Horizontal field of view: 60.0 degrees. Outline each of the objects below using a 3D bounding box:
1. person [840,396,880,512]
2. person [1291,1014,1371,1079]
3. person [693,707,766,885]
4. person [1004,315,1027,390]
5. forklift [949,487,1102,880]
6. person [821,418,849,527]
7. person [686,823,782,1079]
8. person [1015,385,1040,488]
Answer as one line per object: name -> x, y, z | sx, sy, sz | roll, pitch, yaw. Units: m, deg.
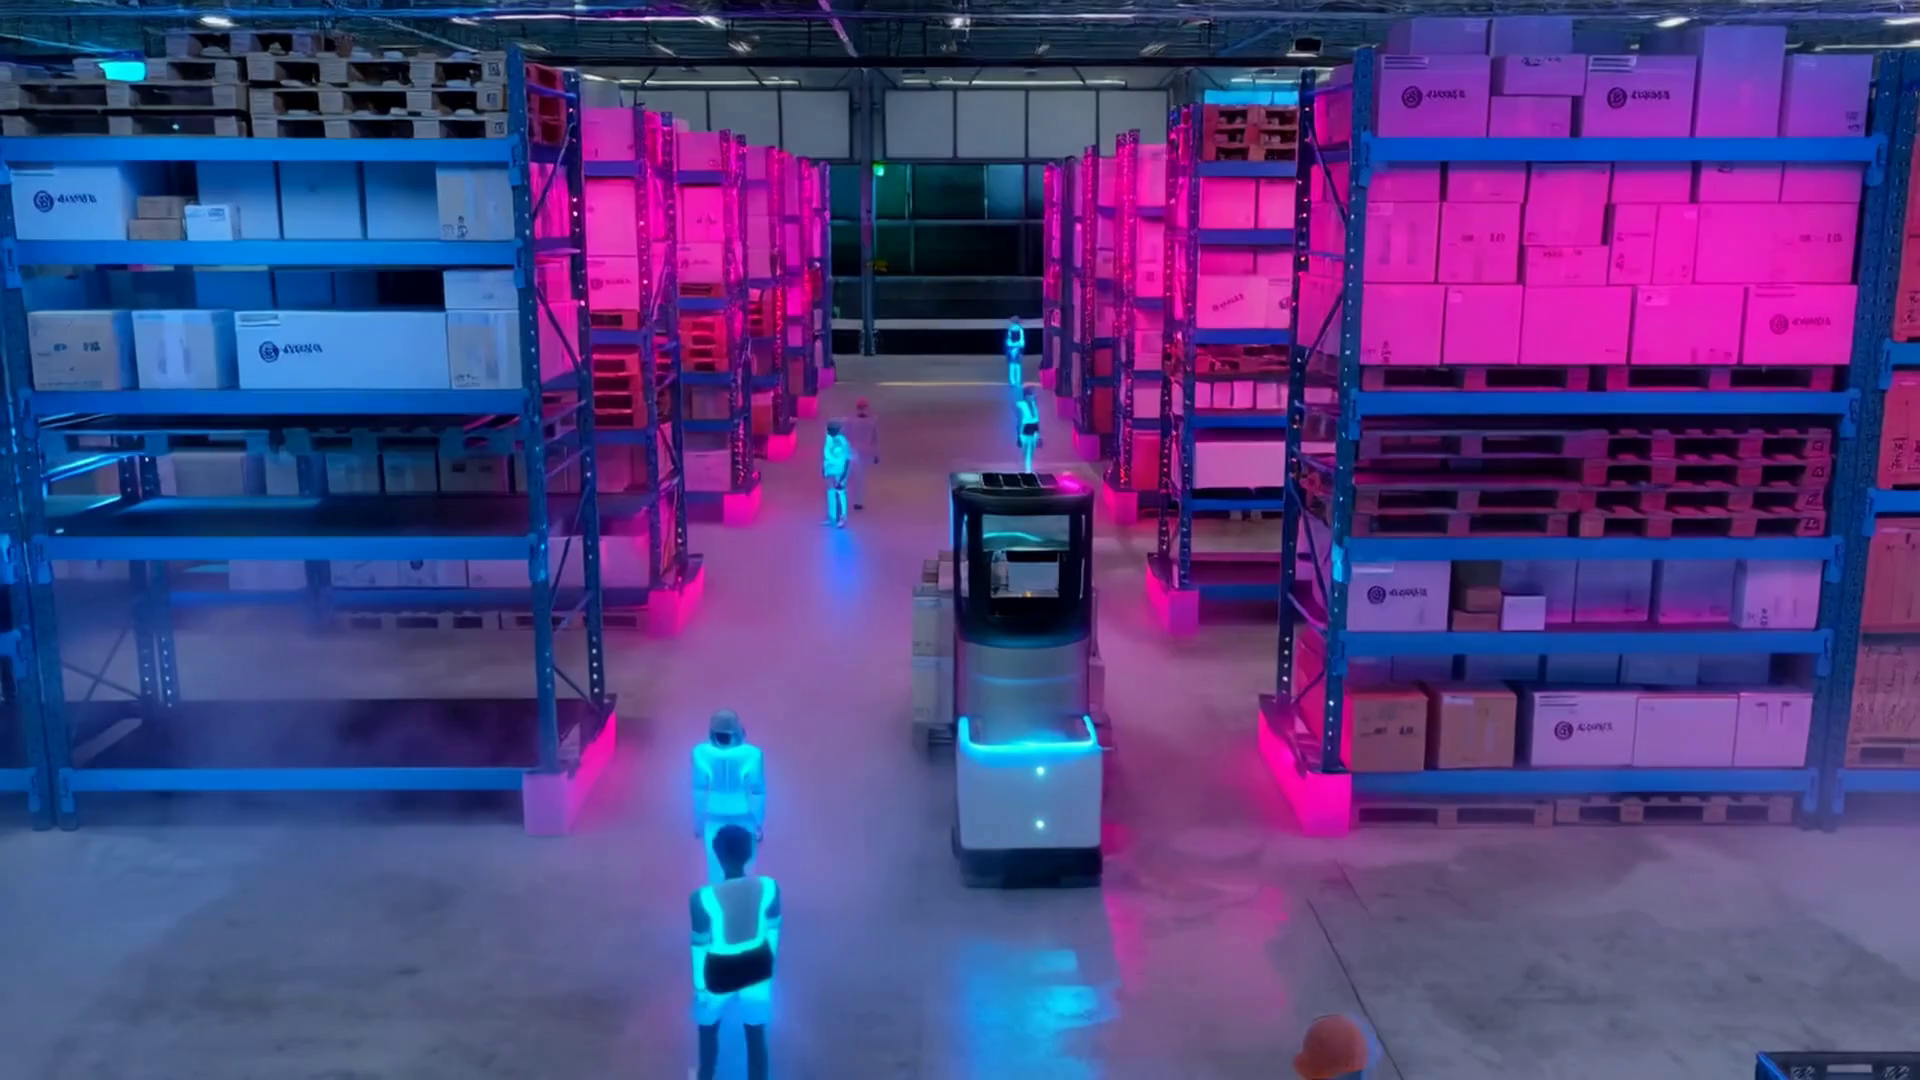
person -> -1.604, -1.401, 27.145 | 0.659, 1.871, 0.798 | -5, 13, -25
person -> 1.413, 2.740, 6.565 | 0.853, 1.895, 0.570 | -1, 11, -6
person -> -1.561, 1.919, 11.290 | 0.501, 1.633, 0.285 | 1, 11, 6
person -> 1.501, -5.088, 45.037 | 0.618, 2.027, 0.493 | 0, 11, 2
forklift -> 0.495, 0.986, 12.813 | 1.129, 2.768, 1.873 | 0, 11, -2
person -> -1.942, -1.052, 25.856 | 0.531, 1.698, 0.320 | 10, 15, 41
person -> -1.263, 2.336, 9.120 | 0.555, 1.664, 0.765 | -6, 13, -28
person -> 1.175, -1.798, 29.197 | 0.400, 1.844, 0.591 | 7, 13, 32
